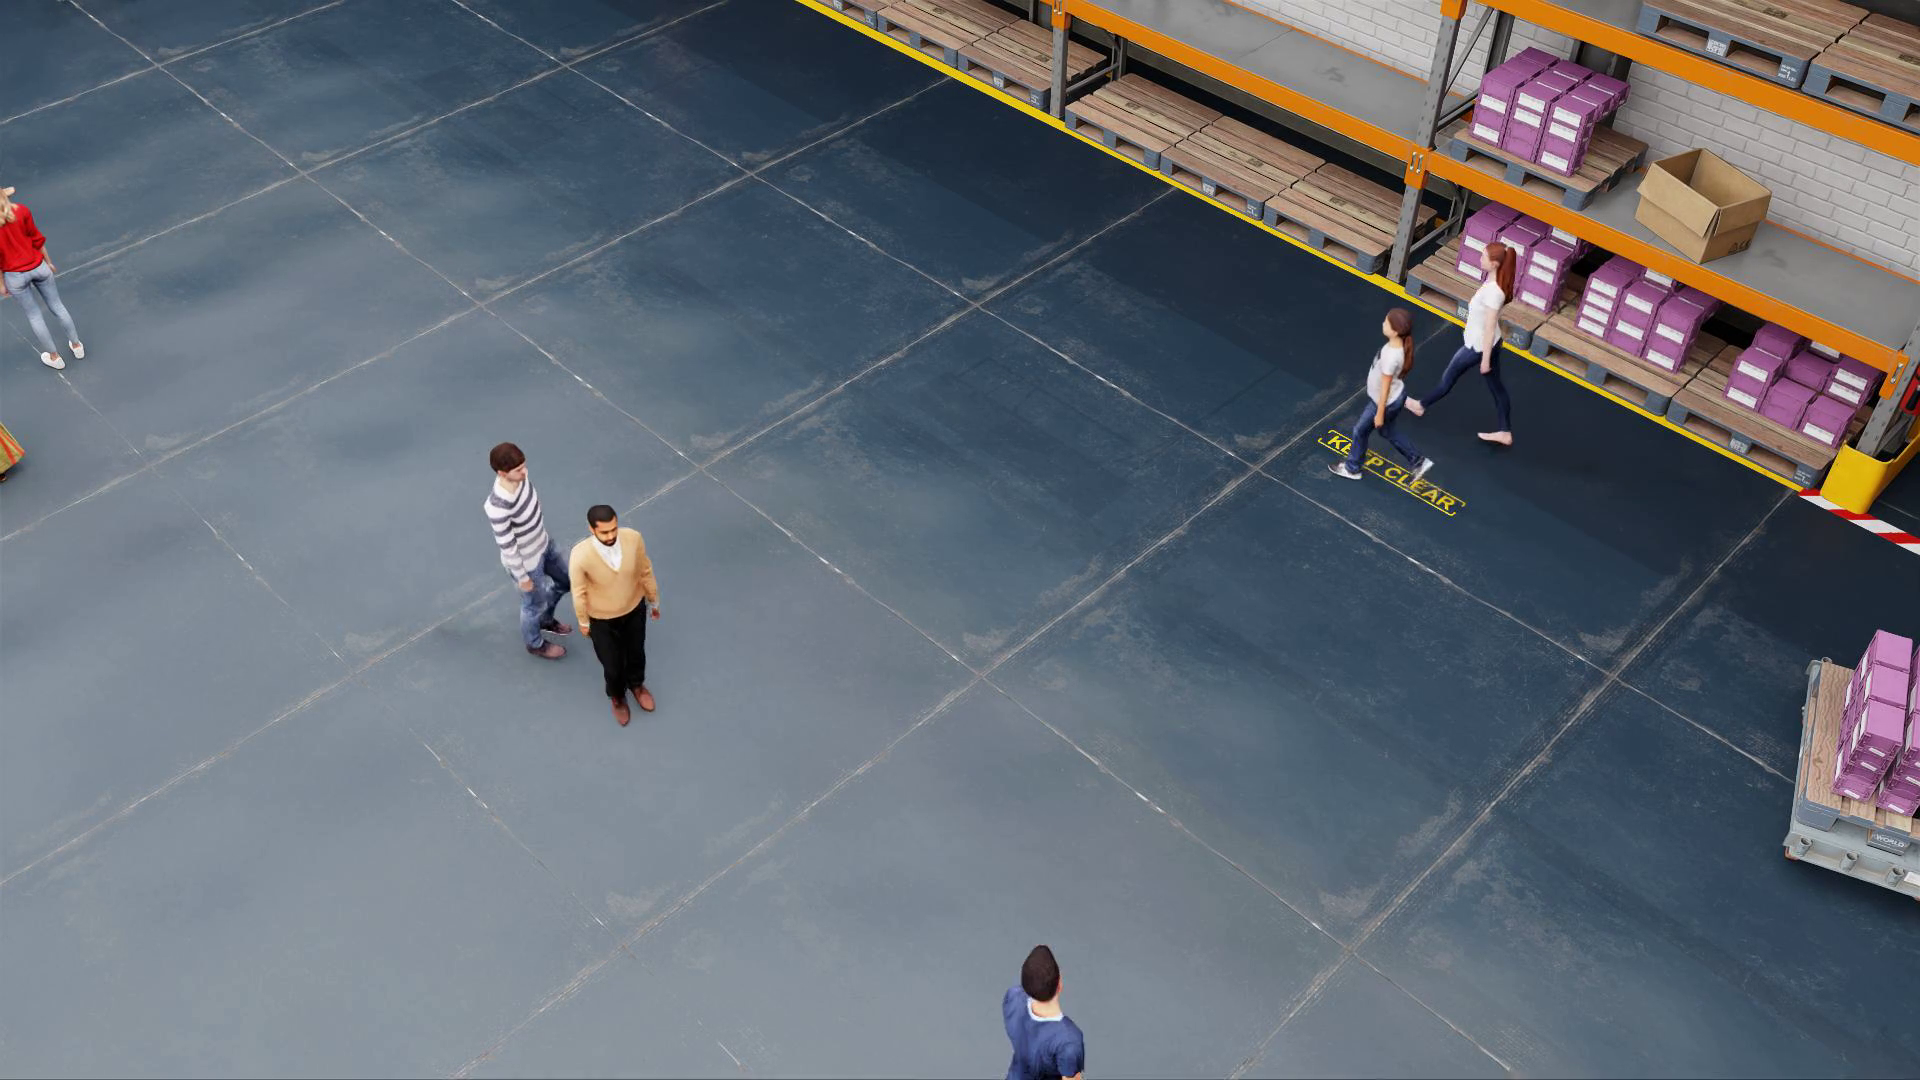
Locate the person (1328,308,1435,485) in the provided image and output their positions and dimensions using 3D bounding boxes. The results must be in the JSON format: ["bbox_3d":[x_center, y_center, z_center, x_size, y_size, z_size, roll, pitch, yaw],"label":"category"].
[{"bbox_3d":[3.149,-0.998,12.046,1.032,1.543,0.744,19,47,19],"label":"person"}]

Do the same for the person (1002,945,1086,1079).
[{"bbox_3d":[0.389,2.683,7.989,0.773,1.810,0.691,-32,52,-29],"label":"person"}]

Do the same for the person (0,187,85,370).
[{"bbox_3d":[-7.358,-2.106,13.092,0.512,1.704,0.633,31,51,28],"label":"person"}]

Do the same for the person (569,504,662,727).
[{"bbox_3d":[-2.188,0.396,10.439,0.713,1.741,0.660,-26,49,-25],"label":"person"}]

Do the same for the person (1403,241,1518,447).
[{"bbox_3d":[3.982,-1.401,12.369,1.217,1.681,0.720,25,49,24],"label":"person"}]

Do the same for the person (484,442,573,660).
[{"bbox_3d":[-2.873,0.080,10.705,0.841,1.831,0.799,5,44,5],"label":"person"}]
